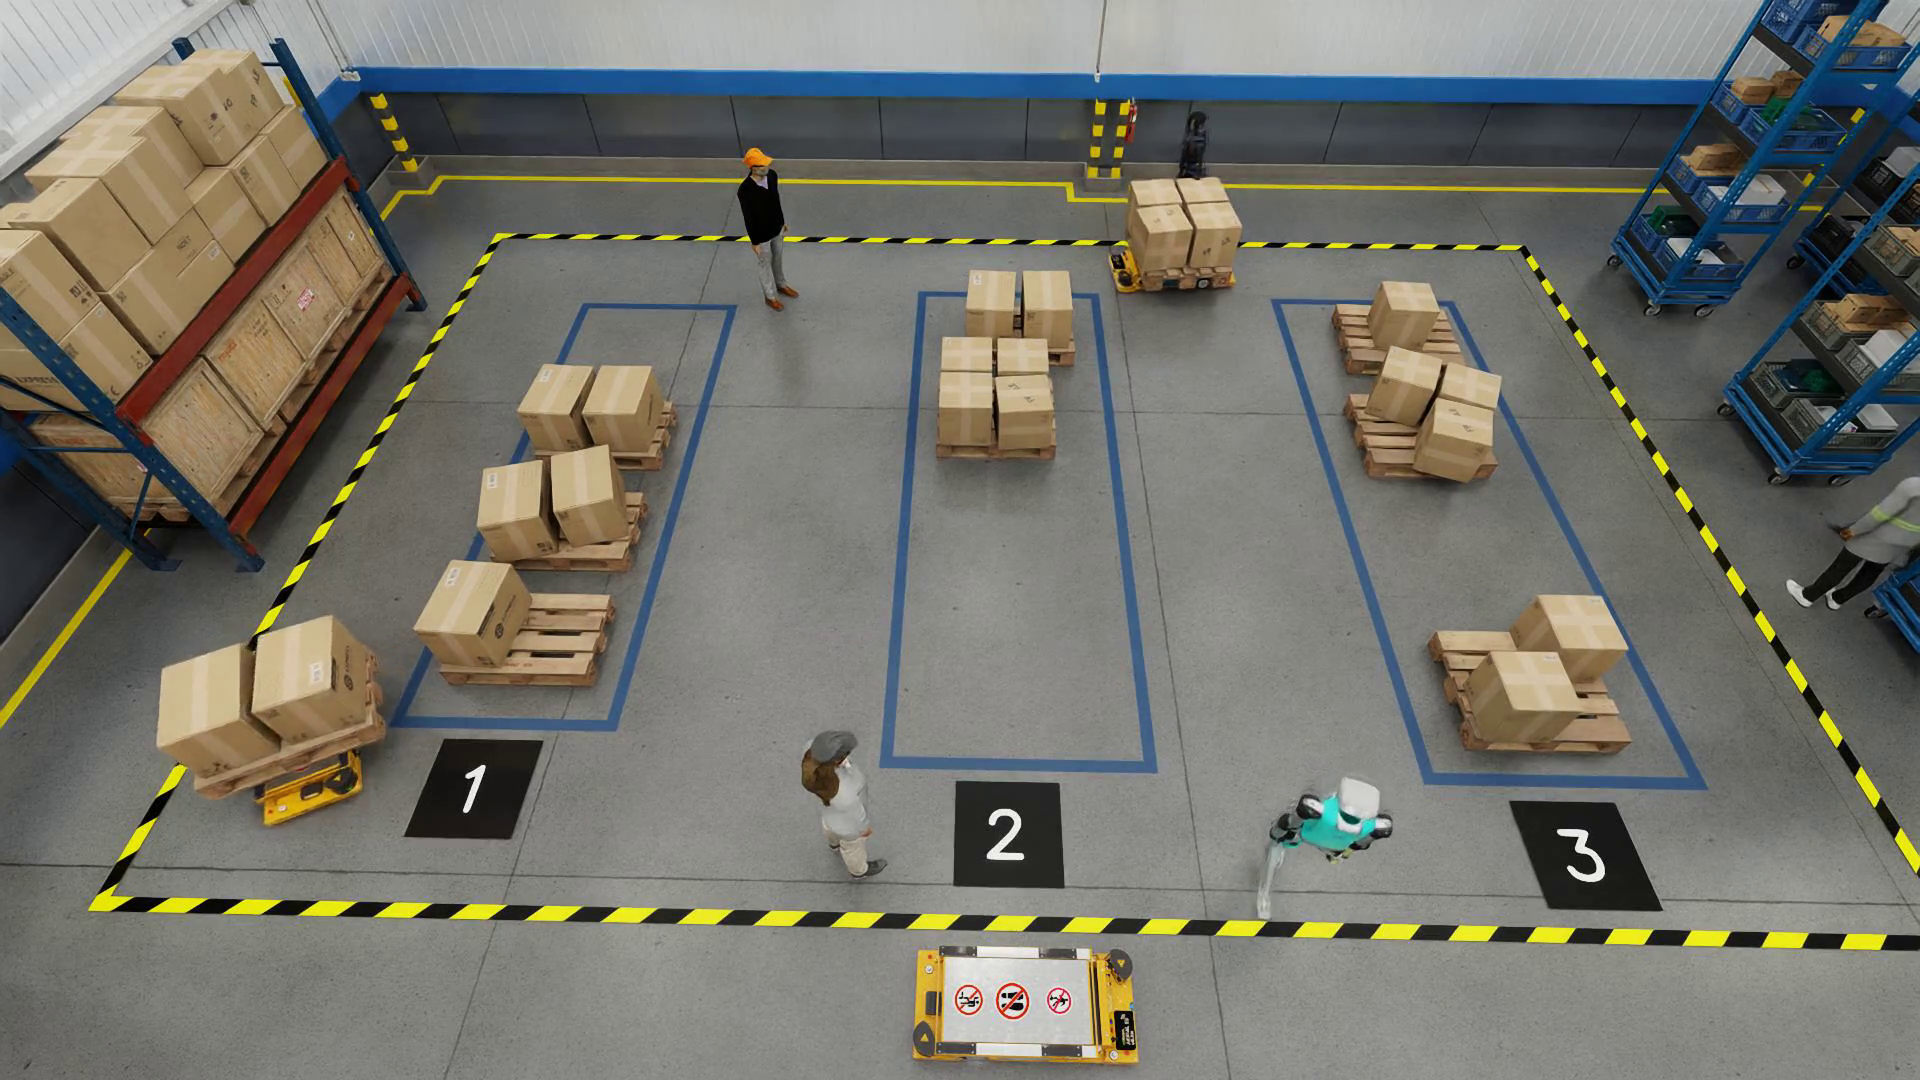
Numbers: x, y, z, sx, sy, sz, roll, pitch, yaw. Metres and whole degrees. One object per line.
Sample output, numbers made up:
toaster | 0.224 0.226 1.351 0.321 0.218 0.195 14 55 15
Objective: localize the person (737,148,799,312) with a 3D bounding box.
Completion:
person | -2.157 -3.475 10.277 0.353 1.884 0.590 24 55 18

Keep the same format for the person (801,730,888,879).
person | -0.795 1.762 6.080 0.396 1.769 0.563 -30 57 -22

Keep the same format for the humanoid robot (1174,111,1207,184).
humanoid robot | 2.841 -4.384 11.156 0.418 1.641 0.608 -8 51 -6

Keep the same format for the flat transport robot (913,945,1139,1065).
flat transport robot | 0.422 3.041 6.007 1.431 0.231 0.659 1 51 1

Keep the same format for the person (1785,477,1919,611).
person | 7.632 -0.080 7.532 0.589 1.848 0.404 9 51 7

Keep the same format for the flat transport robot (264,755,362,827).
flat transport robot | -5.177 1.482 7.260 0.652 0.197 1.431 -21 54 -16

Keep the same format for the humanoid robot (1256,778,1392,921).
humanoid robot | 2.323 1.843 6.037 0.546 1.766 0.900 12 52 10

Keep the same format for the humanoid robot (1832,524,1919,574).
humanoid robot | 8.535 -0.374 7.920 0.603 1.619 0.798 -37 60 -26

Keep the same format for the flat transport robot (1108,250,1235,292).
flat transport robot | 2.585 -3.339 11.190 1.431 0.197 0.652 -4 51 -3
